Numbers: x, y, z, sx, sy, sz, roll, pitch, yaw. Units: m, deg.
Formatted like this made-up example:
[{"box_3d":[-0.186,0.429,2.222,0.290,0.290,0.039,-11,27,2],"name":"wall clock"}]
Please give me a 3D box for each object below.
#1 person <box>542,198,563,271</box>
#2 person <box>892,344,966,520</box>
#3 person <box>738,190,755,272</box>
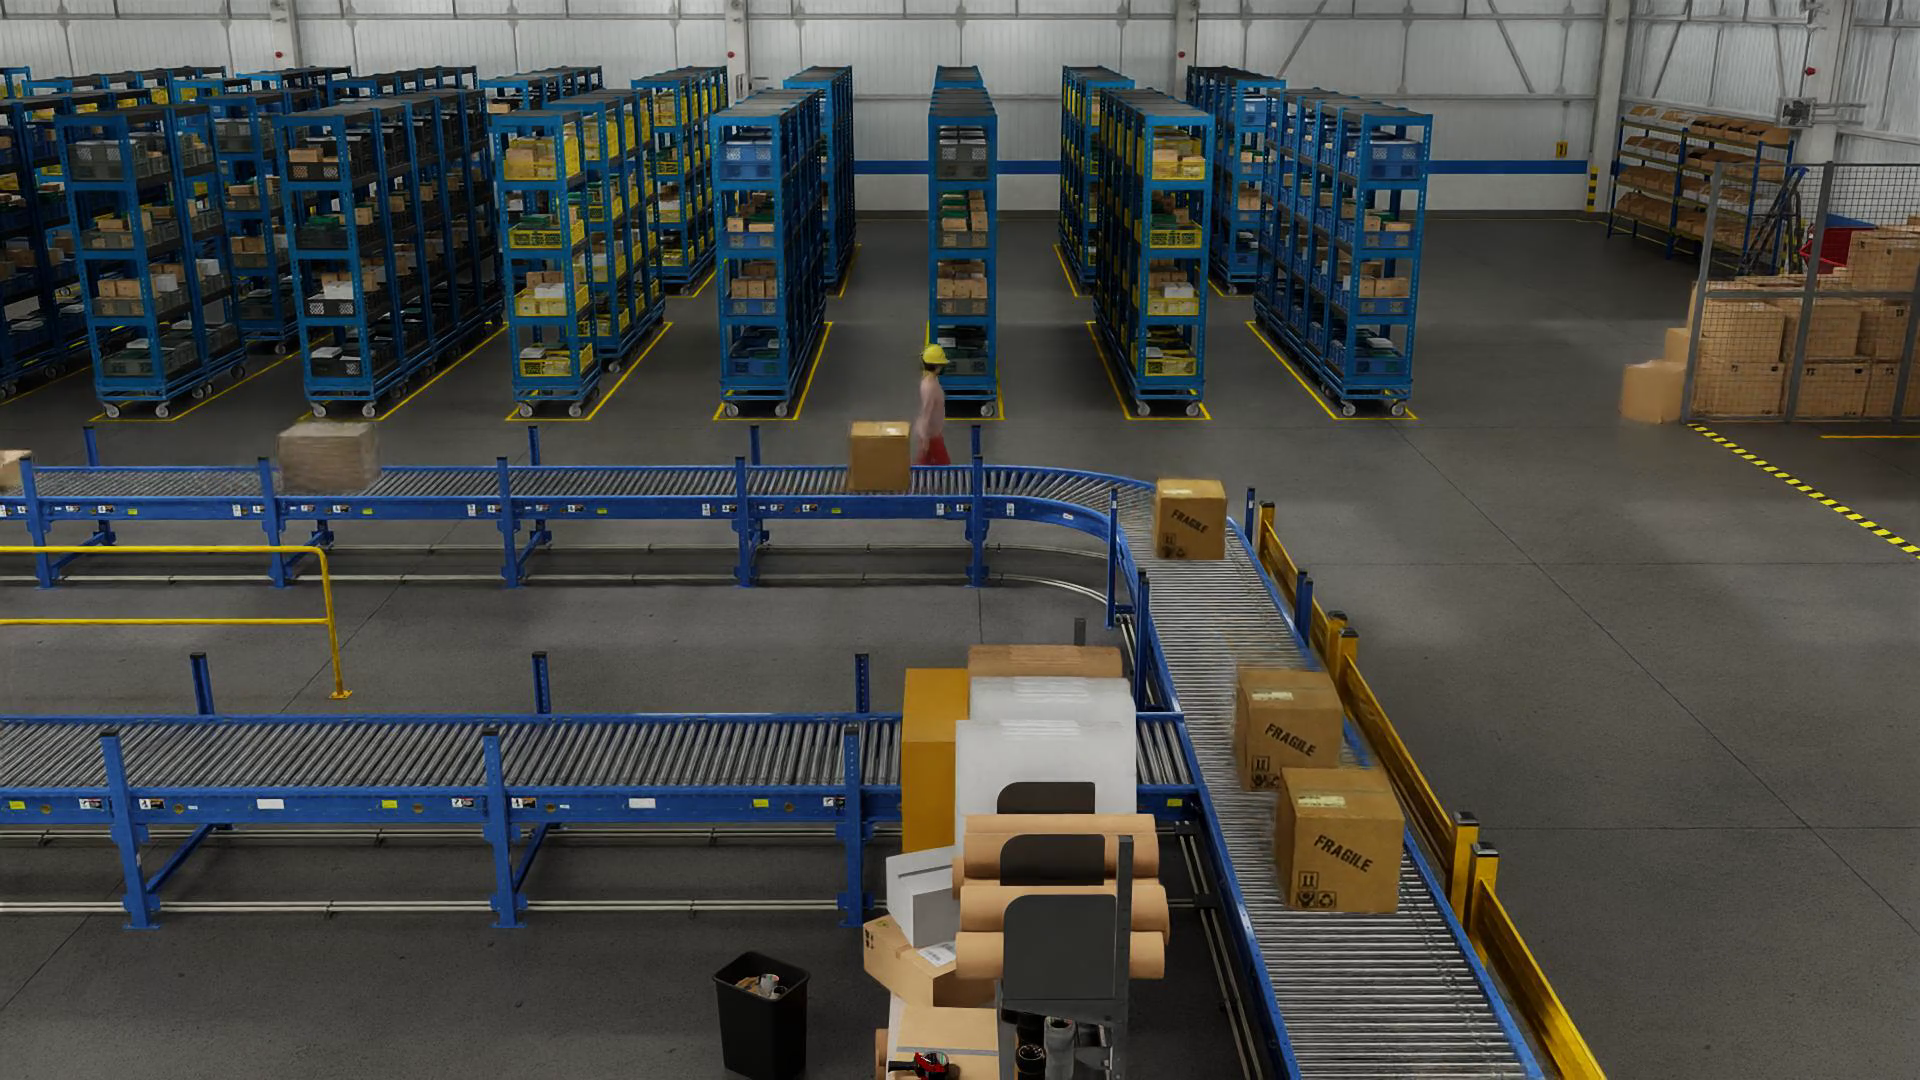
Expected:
[{"box_3d":[-6.465,-4.585,26.795,0.586,1.833,0.403,-6,19,-18],"name":"person"},{"box_3d":[-0.324,-1.036,16.013,0.801,1.736,0.530,1,18,3],"name":"person"},{"box_3d":[-3.904,-5.887,30.558,0.392,1.988,0.609,-4,18,-12],"name":"person"}]
